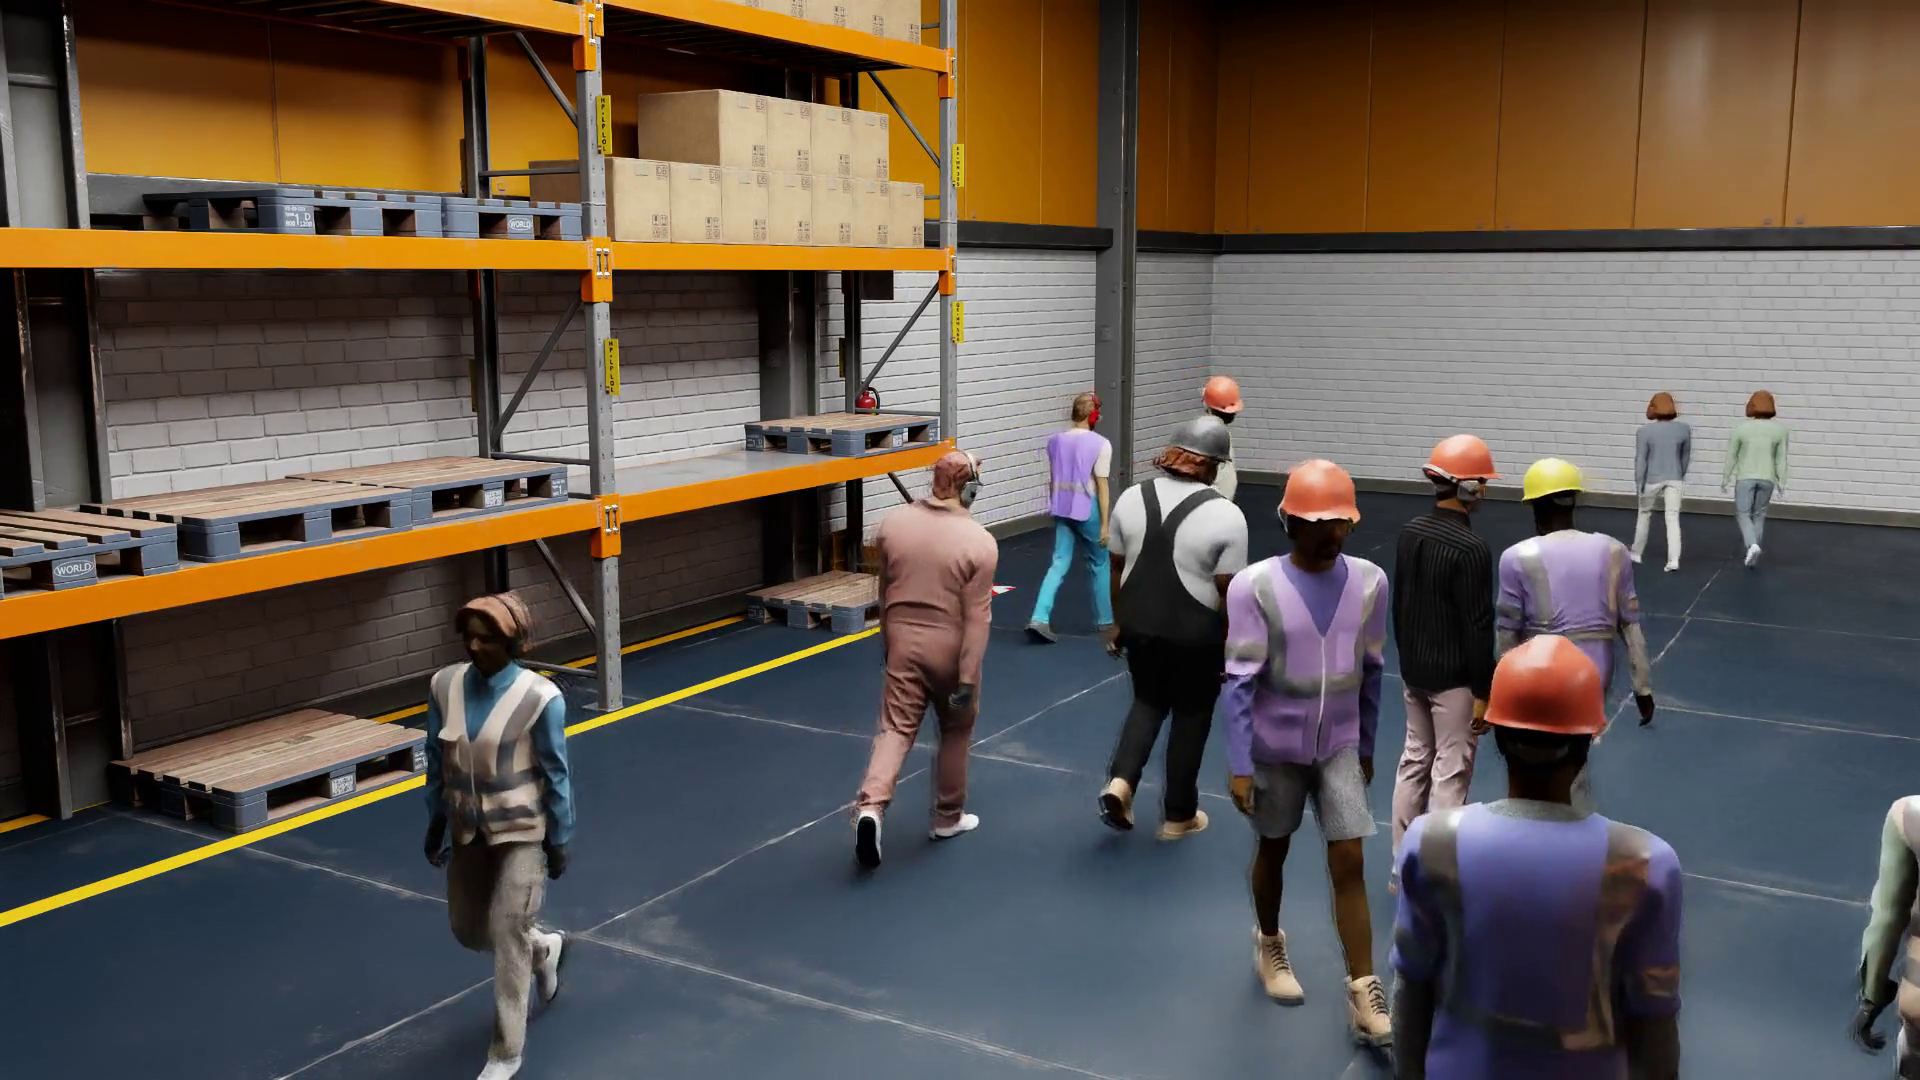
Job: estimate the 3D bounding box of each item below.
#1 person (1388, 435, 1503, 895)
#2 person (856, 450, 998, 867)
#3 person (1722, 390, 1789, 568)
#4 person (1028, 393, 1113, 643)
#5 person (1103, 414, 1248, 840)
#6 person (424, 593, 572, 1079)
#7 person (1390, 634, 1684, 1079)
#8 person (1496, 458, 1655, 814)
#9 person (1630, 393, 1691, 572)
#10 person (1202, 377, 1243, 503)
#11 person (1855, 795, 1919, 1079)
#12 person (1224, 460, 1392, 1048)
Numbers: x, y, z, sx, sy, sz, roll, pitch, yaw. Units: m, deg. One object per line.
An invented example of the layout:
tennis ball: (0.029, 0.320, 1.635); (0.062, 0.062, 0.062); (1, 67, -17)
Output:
person: (2.021, 0.558, 6.884); (0.388, 1.992, 0.622); (-3, 9, -16)
person: (-0.143, 0.526, 7.487); (0.652, 1.868, 0.871); (4, 10, 25)
person: (7.105, -0.530, 14.840); (0.521, 1.615, 0.600); (2, 9, 14)
person: (0.834, -0.161, 12.020); (0.575, 1.794, 0.968); (8, 12, 39)
person: (1.017, 0.401, 7.716); (0.719, 2.000, 0.607); (7, 11, 37)
person: (-1.498, 0.958, 5.533); (0.522, 1.619, 0.616); (4, 10, 22)
person: (1.173, 1.146, 3.426); (0.579, 1.922, 0.408); (5, 10, 26)
person: (2.589, 0.590, 7.099); (0.668, 1.860, 0.956); (-2, 9, -12)
person: (6.285, -0.525, 14.906); (0.508, 1.590, 0.839); (1, 9, 6)
person: (1.772, -0.189, 11.725); (0.426, 1.946, 0.801); (2, 9, 12)
person: (2.609, 1.179, 4.206); (0.535, 1.605, 0.761); (8, 12, 42)
person: (1.227, 0.738, 5.723); (0.634, 2.001, 0.976); (-1, 9, -8)
